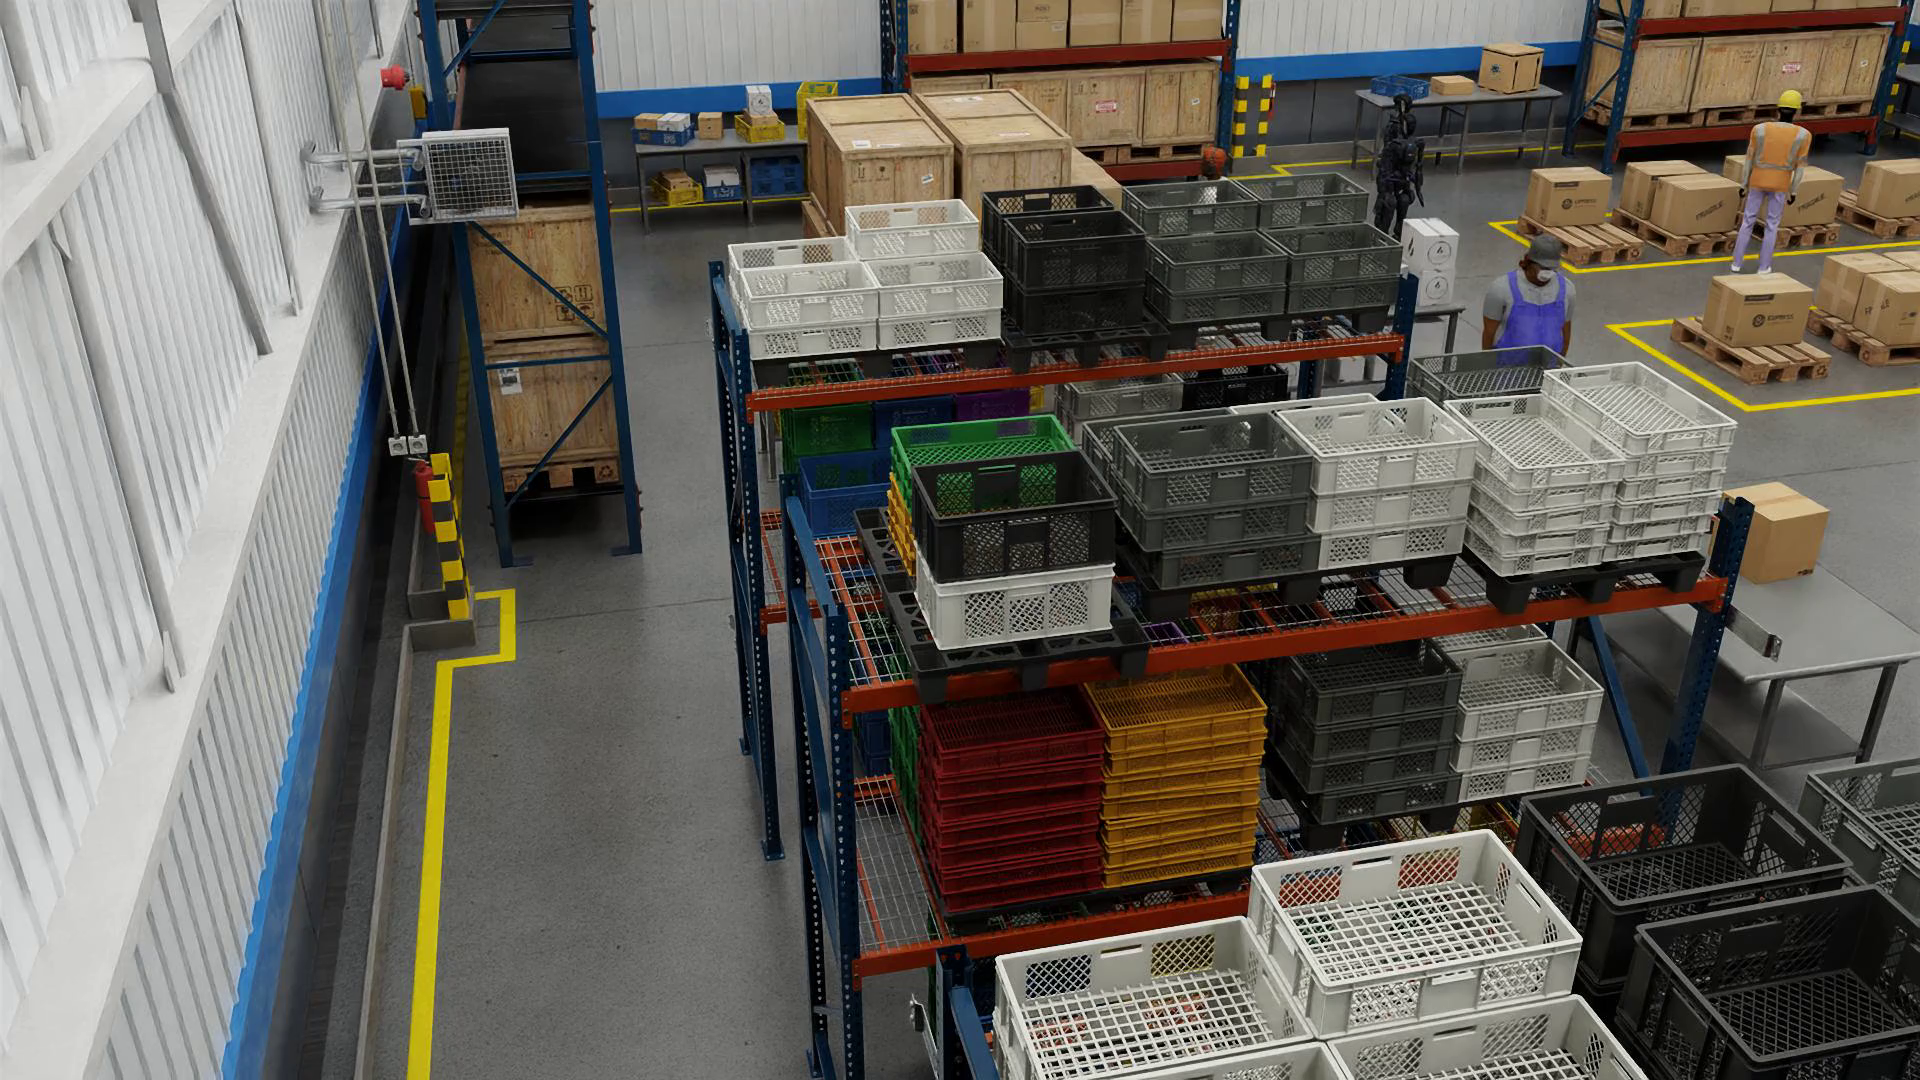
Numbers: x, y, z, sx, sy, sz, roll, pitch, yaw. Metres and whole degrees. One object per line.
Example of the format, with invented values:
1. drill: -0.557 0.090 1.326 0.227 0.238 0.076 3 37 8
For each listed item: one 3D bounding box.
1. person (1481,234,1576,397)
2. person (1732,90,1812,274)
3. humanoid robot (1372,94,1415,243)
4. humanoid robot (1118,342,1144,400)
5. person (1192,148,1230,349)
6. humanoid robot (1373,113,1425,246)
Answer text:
1. person: 4.326 -1.368 12.744 0.679 2.000 0.536 0 28 0
2. person: 8.440 -3.711 17.324 0.579 1.919 0.388 13 31 24
3. humanoid robot: 4.756 -4.040 18.187 0.327 1.657 0.589 24 36 38
4. humanoid robot: 1.327 -1.088 12.585 0.321 1.657 0.610 -6 28 -10
5. person: 2.318 -2.708 15.453 0.354 1.883 0.572 10 29 18
6. humanoid robot: 4.600 -3.650 17.446 0.593 1.657 0.326 -12 30 -21
